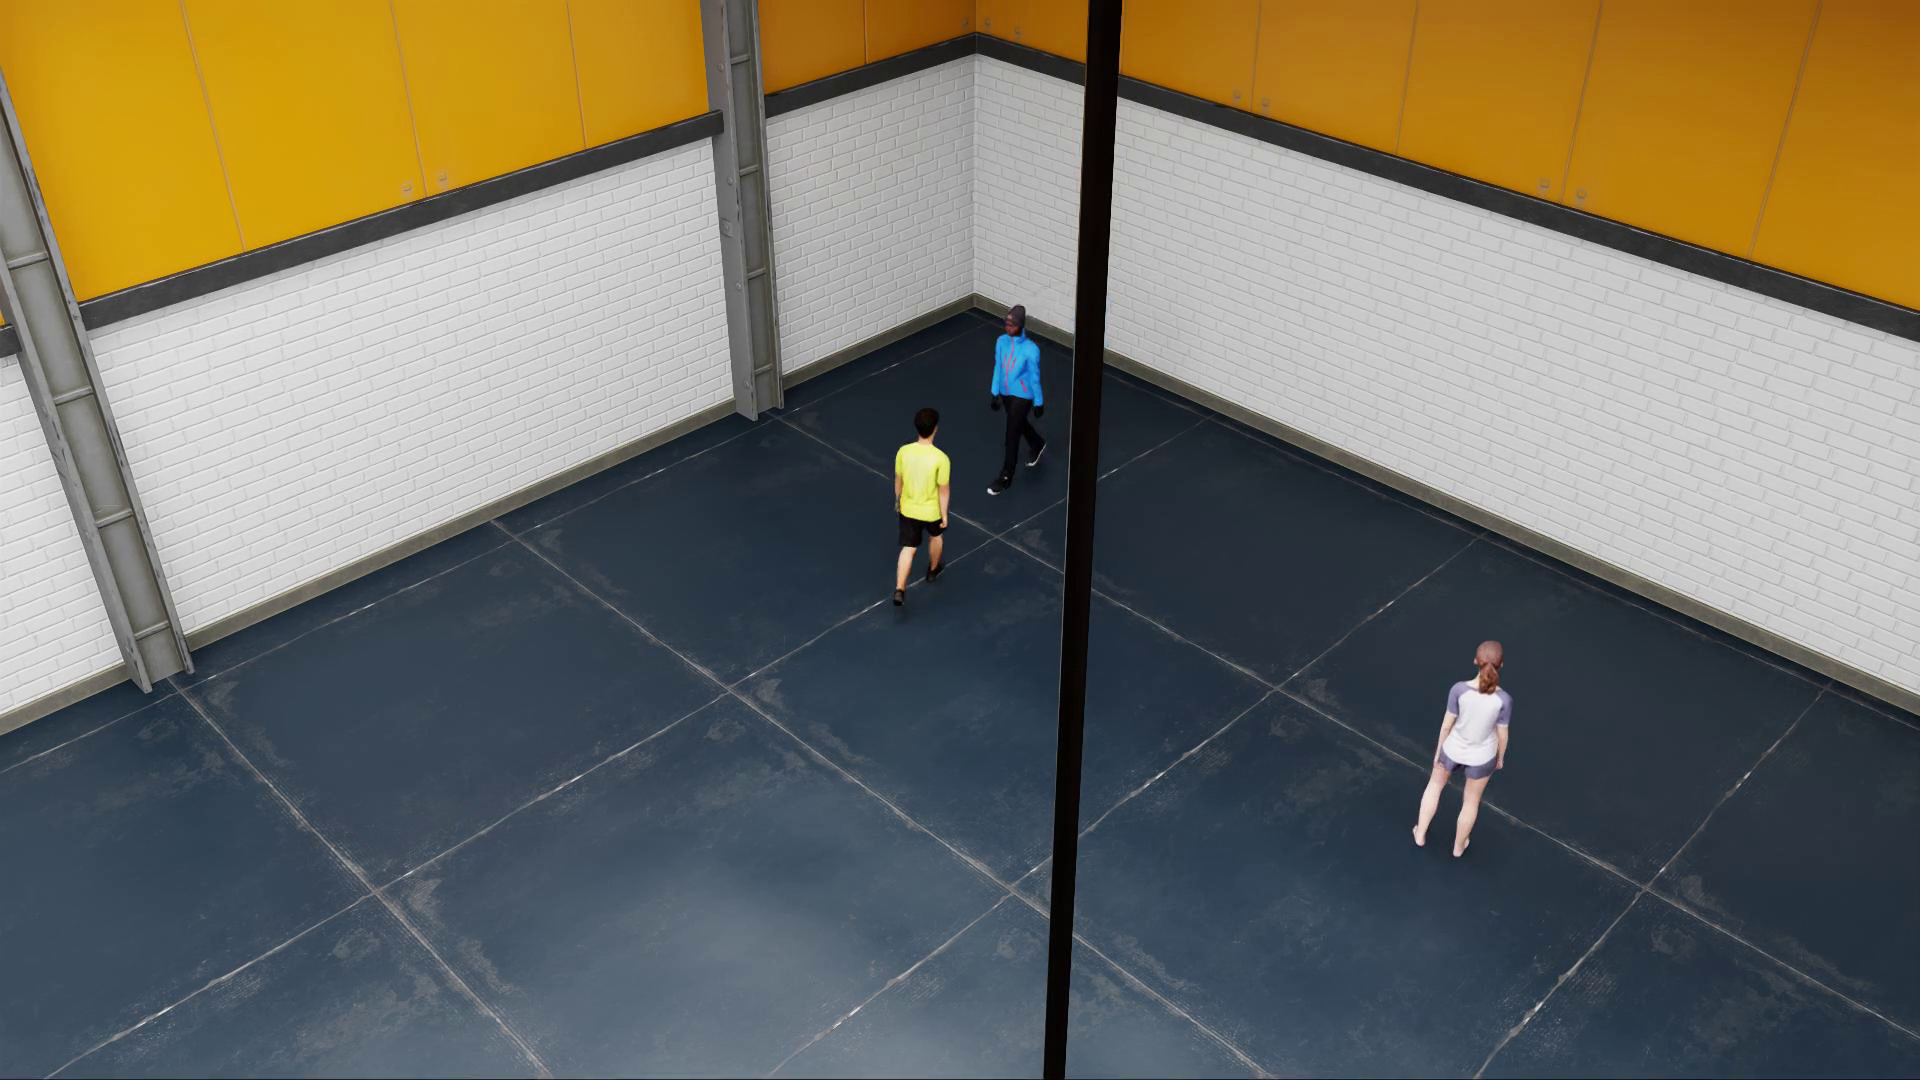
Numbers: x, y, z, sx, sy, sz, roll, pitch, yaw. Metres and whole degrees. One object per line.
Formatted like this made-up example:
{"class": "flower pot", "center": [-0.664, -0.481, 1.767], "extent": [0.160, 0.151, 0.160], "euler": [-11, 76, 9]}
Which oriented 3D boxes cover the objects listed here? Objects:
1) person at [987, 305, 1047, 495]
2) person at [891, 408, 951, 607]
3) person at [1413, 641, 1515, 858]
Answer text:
{"class": "person", "center": [0.578, -1.319, 14.952], "extent": [0.646, 1.761, 1.158], "euler": [26, 41, 33]}
{"class": "person", "center": [-0.332, -0.226, 13.387], "extent": [0.972, 1.672, 1.185], "euler": [8, 34, 11]}
{"class": "person", "center": [3.306, 1.413, 10.837], "extent": [0.719, 1.765, 0.724], "euler": [15, 37, 22]}
